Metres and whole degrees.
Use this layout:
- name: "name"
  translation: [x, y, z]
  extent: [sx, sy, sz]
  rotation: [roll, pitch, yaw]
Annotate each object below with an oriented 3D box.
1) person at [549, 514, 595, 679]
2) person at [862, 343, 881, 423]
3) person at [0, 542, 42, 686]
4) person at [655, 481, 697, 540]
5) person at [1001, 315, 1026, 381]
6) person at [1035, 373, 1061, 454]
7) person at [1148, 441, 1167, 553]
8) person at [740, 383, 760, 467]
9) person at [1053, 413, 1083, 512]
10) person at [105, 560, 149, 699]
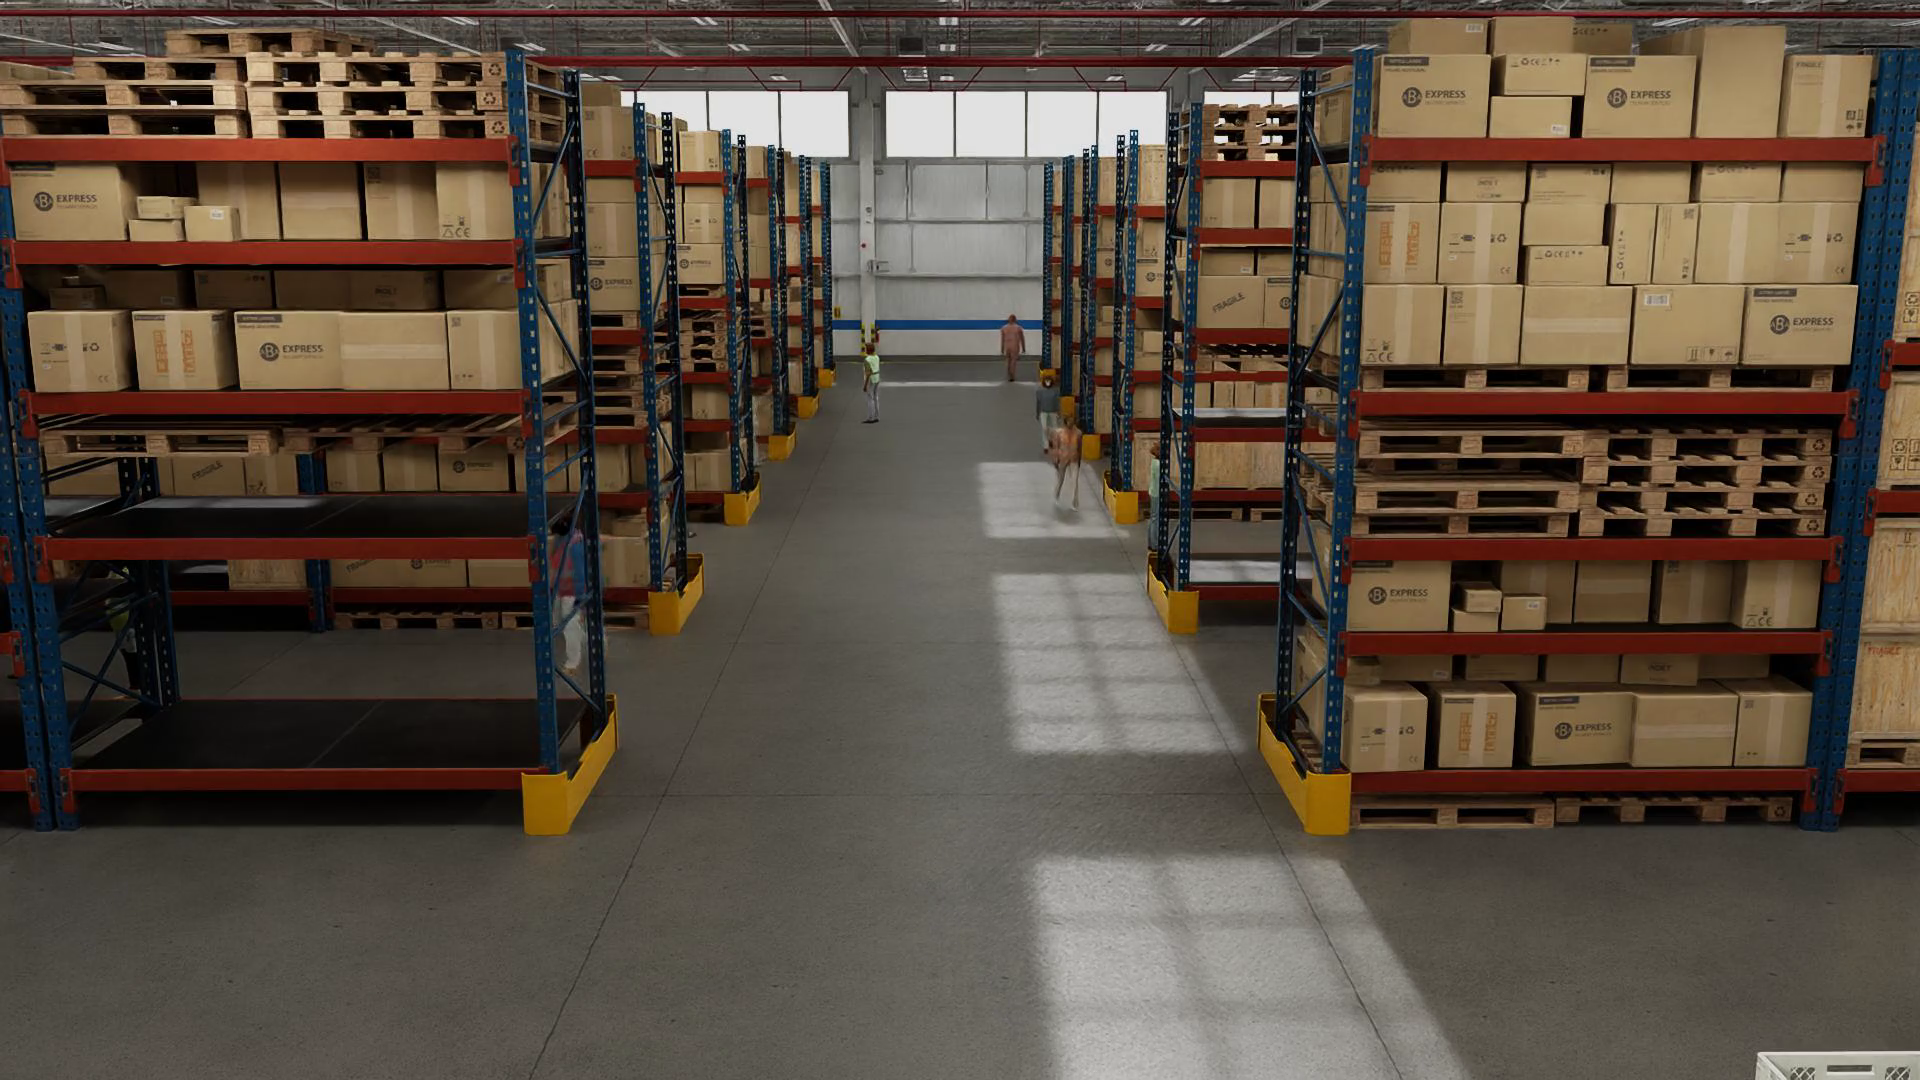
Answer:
- name: "person"
  translation: [-4.122, 0.540, 17.680]
  extent: [0.540, 1.815, 0.627]
  rotation: [-9, 15, -38]
- name: "person"
  translation: [-2.022, -3.588, 38.055]
  extent: [0.390, 1.846, 0.565]
  rotation: [5, 12, 22]
- name: "person"
  translation: [-9.806, 0.567, 17.327]
  extent: [0.399, 1.903, 0.643]
  rotation: [-9, 14, -37]
- name: "person"
  translation: [-4.494, -0.961, 24.694]
  extent: [1.042, 1.989, 0.628]
  rotation: [-2, 12, -9]
- name: "person"
  translation: [1.515, -5.457, 47.304]
  extent: [0.652, 1.854, 0.985]
  rotation: [5, 12, 22]
- name: "person"
  translation: [1.771, -2.542, 33.436]
  extent: [0.518, 1.617, 0.366]
  rotation: [0, 11, -1]
- name: "person"
  translation: [2.843, -0.612, 23.839]
  extent: [0.289, 1.632, 0.497]
  rotation: [-1, 11, -4]
- name: "person"
  translation: [-4.085, -2.176, 31.624]
  extent: [0.574, 1.620, 0.514]
  rotation: [0, 11, 1]
- name: "person"
  translation: [1.756, -1.311, 27.359]
  extent: [0.509, 1.609, 0.756]
  rotation: [-2, 12, -9]
- name: "person"
  translation: [-8.280, 0.834, 16.507]
  extent: [0.321, 1.697, 0.536]
  rotation: [-10, 15, -42]
